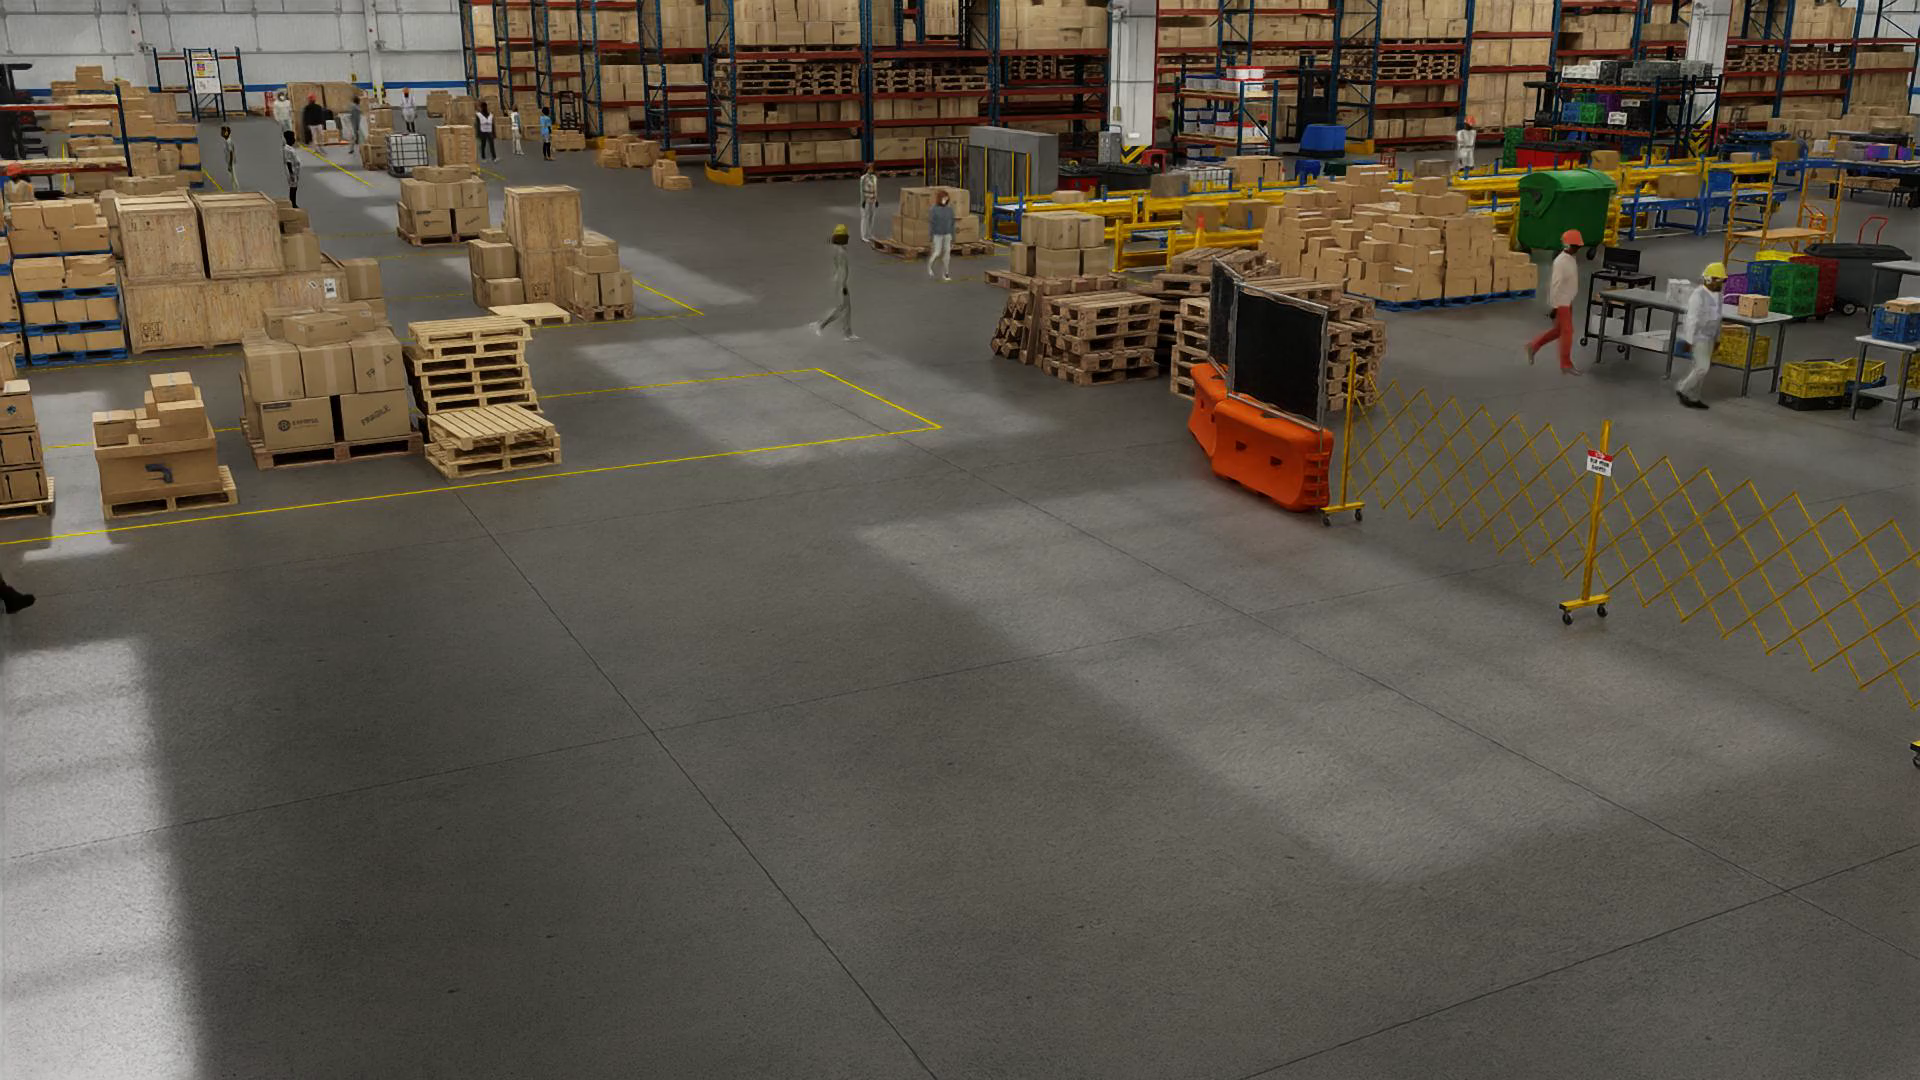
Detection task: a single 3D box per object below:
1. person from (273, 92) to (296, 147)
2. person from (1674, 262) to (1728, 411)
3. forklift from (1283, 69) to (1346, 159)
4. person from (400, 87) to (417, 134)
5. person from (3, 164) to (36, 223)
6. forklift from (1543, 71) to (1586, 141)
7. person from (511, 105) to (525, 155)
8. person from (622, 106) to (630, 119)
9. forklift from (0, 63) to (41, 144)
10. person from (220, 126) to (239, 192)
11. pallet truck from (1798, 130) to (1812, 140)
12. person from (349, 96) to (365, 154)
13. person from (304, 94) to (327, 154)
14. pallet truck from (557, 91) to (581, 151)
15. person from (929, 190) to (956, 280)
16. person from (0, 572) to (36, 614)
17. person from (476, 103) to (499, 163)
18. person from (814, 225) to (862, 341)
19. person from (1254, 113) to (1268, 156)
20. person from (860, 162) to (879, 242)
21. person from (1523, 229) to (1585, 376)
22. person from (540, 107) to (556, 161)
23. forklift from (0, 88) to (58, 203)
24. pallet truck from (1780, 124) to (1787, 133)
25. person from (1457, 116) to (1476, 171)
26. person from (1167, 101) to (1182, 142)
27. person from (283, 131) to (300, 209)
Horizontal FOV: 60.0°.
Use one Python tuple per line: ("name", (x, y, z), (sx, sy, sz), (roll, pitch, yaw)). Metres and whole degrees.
("person", (-23.628, -14.697, 58.212), (0.658, 1.910, 0.752), (-16, 24, -40))
("person", (9.056, -2.468, 20.235), (0.621, 1.818, 0.428), (-14, 22, -36))
("forklift", (11.615, -13.871, 54.079), (1.129, 2.768, 1.873), (-9, 20, -27))
("person", (-20.593, -15.948, 62.116), (0.566, 1.912, 0.579), (-4, 18, -13))
("person", (-18.101, -6.276, 32.020), (0.544, 1.868, 1.023), (2, 18, 6))
("forklift", (18.685, -13.231, 52.085), (1.873, 2.768, 1.129), (-9, 20, -26))
("person", (-14.817, -13.710, 55.574), (0.309, 1.641, 0.513), (-15, 23, -39))
("person", (-12.439, -15.605, 61.162), (0.622, 1.842, 0.429), (-12, 22, -34))
("forklift", (-34.035, -15.536, 59.268), (1.873, 2.768, 1.129), (-9, 20, -26))
("person", (-18.538, -9.546, 42.217), (0.328, 1.876, 0.514), (-8, 20, -24))
("pallet truck", (25.526, -11.556, 49.408), (1.630, 1.274, 0.653), (-9, 20, -26))
("person", (-20.342, -13.951, 55.943), (0.639, 1.902, 0.667), (-9, 20, -26))
("person", (-21.612, -13.956, 55.813), (0.642, 1.962, 0.811), (-16, 24, -40))
("pallet truck", (-13.495, -14.412, 57.188), (0.823, 1.965, 1.885), (-3, 18, -9))
("person", (-0.327, -5.514, 30.056), (0.510, 1.622, 0.403), (-9, 20, -26))
("person", (-8.059, -0.254, 13.250), (1.077, 1.864, 0.526), (4, 18, 12))
("person", (-14.964, -12.843, 52.518), (0.616, 1.862, 1.023), (-14, 23, -37))
("person", (-1.799, -3.762, 24.415), (0.639, 1.726, 0.494), (-2, 18, -7))
("person", (8.377, -10.859, 46.207), (0.358, 1.938, 0.548), (15, 23, 40))
("person", (-1.913, -7.109, 34.998), (0.311, 1.639, 0.513), (12, 22, 34))
("person", (8.020, -3.201, 22.297), (0.791, 1.960, 0.637), (12, 21, 33))
("person", (-13.251, -13.027, 53.354), (0.320, 1.697, 0.531), (-15, 23, -38))
("forklift", (-23.611, -9.725, 41.154), (1.873, 2.768, 1.129), (-9, 20, -26))
("pallet truck", (25.206, -12.542, 52.601), (1.601, 1.201, 0.680), (0, 18, -2))
("person", (13.361, -10.116, 43.755), (0.620, 2.019, 0.666), (-7, 19, -21))
("person", (7.333, -14.112, 56.740), (0.548, 1.680, 0.423), (-9, 20, -27))
("person", (-15.849, -8.723, 39.503), (0.368, 1.966, 0.602), (-5, 18, -14))
